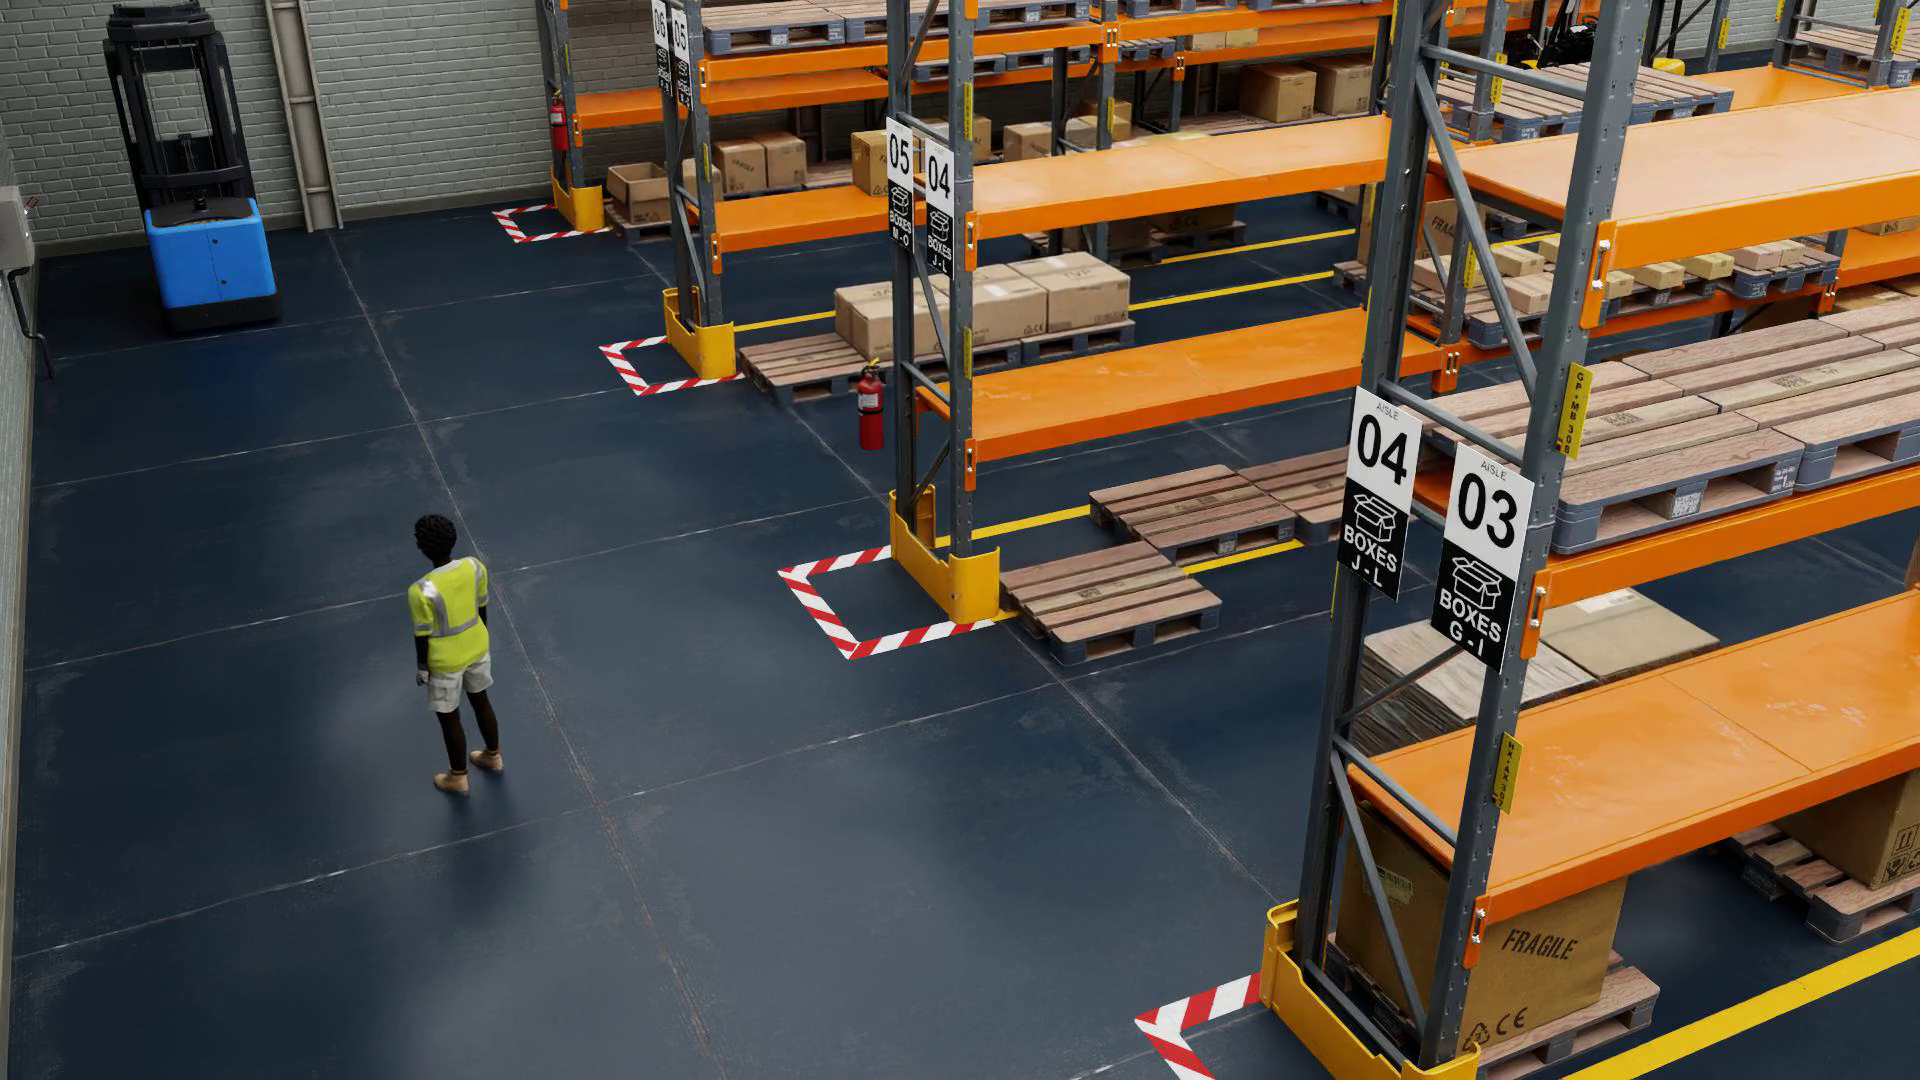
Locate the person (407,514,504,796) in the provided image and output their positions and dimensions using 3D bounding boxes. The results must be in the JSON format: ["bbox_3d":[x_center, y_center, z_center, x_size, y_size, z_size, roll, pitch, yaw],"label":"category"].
[{"bbox_3d":[-2.830,0.637,9.343,0.320,1.686,0.538,15,31,26],"label":"person"}]

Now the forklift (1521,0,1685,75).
[{"bbox_3d":[8.950,-6.807,23.056,1.214,2.155,2.313,-12,30,-22],"label":"forklift"}]

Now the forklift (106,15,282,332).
[{"bbox_3d":[-7.548,-3.672,16.323,1.129,2.768,1.873,-12,30,-22],"label":"forklift"}]
